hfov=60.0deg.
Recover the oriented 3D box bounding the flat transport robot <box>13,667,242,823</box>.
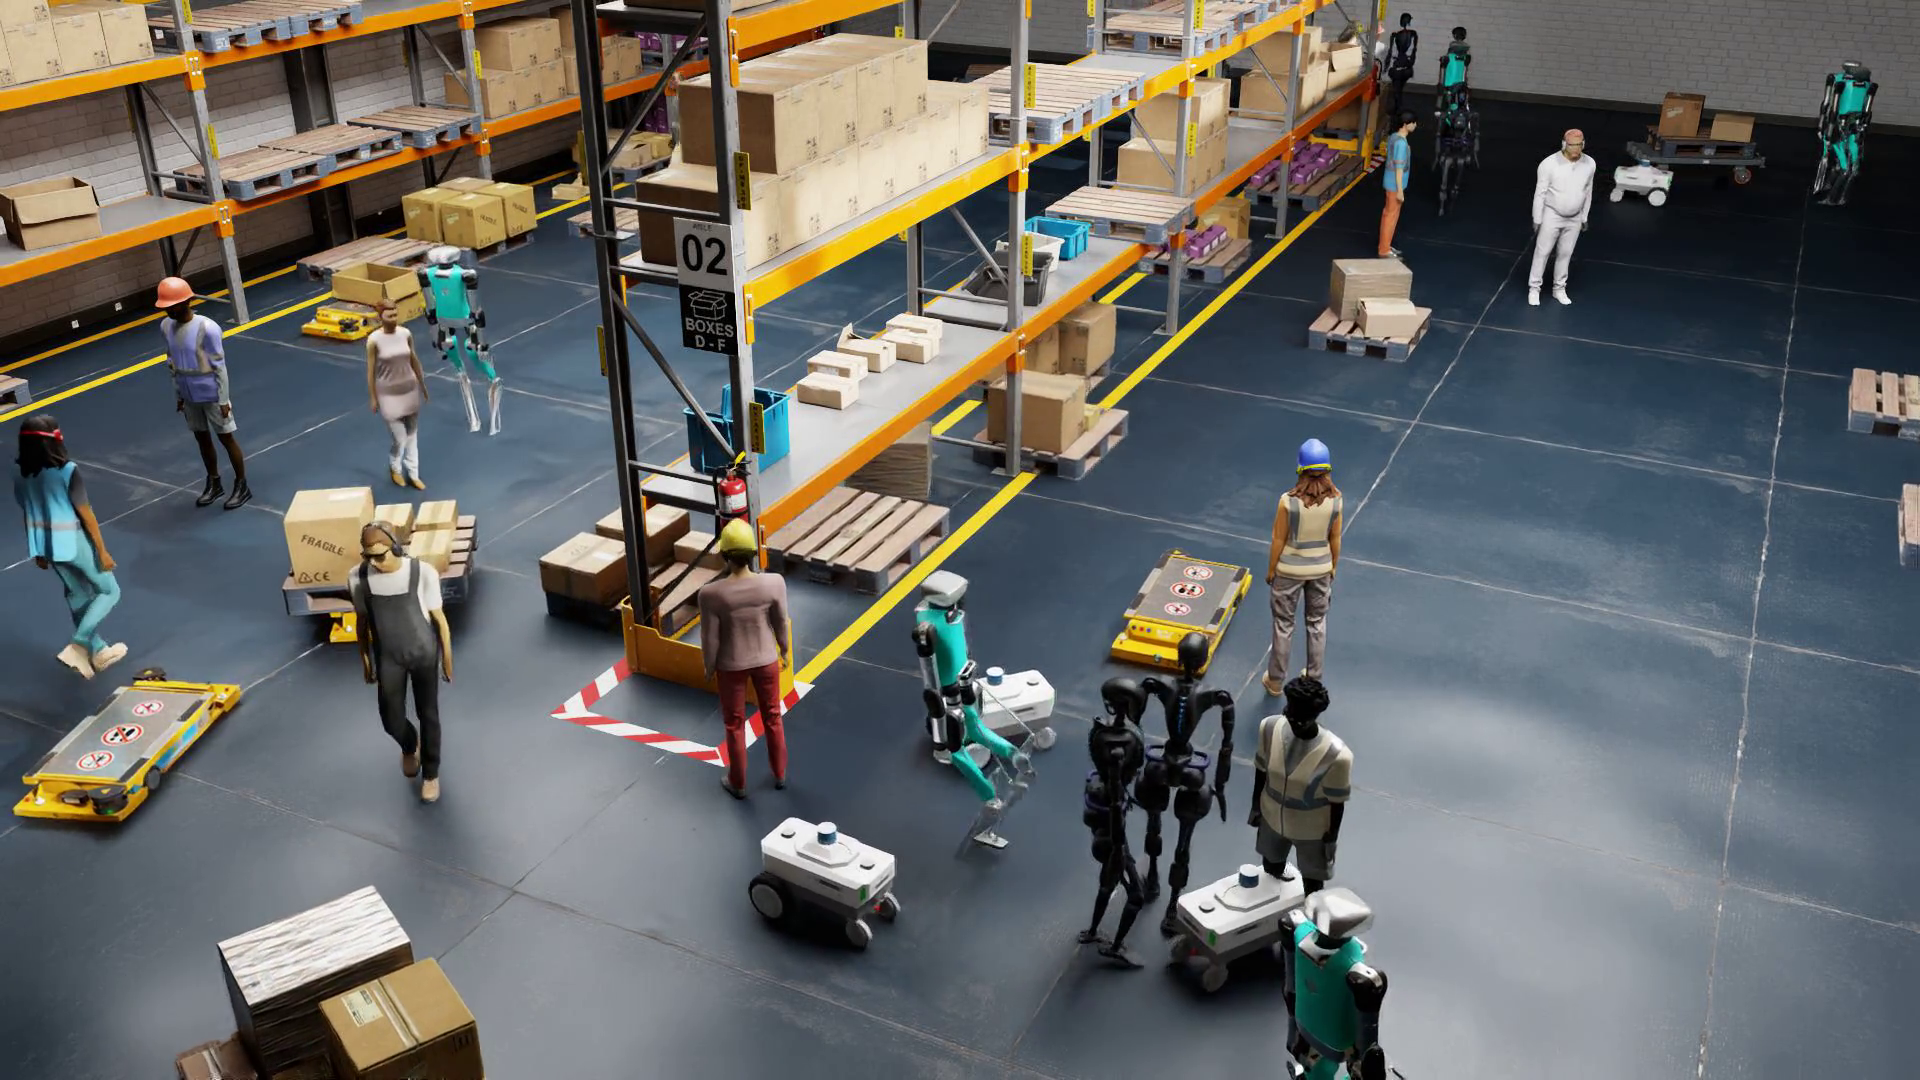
[{"bbox_3d":[-5.106,1.247,10.260,0.659,0.231,1.431,3,26,6],"label":"flat transport robot"}]

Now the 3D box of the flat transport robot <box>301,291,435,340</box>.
[{"bbox_3d":[-6.282,-2.465,17.758,0.659,0.231,1.431,10,28,19],"label":"flat transport robot"}]

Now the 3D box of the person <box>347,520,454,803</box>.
[{"bbox_3d":[-3.197,0.696,9.622,0.519,1.821,0.430,-5,27,-10],"label":"person"}]

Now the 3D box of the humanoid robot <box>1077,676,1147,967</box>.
[{"bbox_3d":[0.803,1.391,8.387,0.362,1.650,0.610,3,26,6],"label":"humanoid robot"}]

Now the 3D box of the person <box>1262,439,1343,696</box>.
[{"bbox_3d":[2.205,0.186,10.712,0.457,1.768,0.332,-4,27,-9],"label":"person"}]

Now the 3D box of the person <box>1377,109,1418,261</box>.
[{"bbox_3d":[5.125,-4.161,19.505,0.335,1.759,0.495,3,27,6],"label":"person"}]

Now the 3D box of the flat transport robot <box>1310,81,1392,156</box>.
[{"bbox_3d":[5.792,-5.911,24.717,1.431,0.231,0.659,10,28,19],"label":"flat transport robot"}]

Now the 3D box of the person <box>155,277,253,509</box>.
[{"bbox_3d":[-6.064,-1.167,13.269,0.540,1.932,0.382,8,27,15],"label":"person"}]

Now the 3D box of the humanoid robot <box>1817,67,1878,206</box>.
[{"bbox_3d":[11.578,-5.190,21.586,0.542,1.761,0.775,2,26,3],"label":"humanoid robot"}]

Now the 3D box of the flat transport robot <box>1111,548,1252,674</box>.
[{"bbox_3d":[1.594,0.485,11.798,0.659,0.231,1.431,10,28,19],"label":"flat transport robot"}]

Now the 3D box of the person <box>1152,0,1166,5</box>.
[{"bbox_3d":[3.361,-8.744,28.618,0.779,1.893,0.567,8,27,15],"label":"person"}]

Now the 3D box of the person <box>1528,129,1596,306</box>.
[{"bbox_3d":[6.496,-3.474,17.951,0.651,1.906,0.412,-3,26,-6],"label":"person"}]

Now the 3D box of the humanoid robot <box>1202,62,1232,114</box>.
[{"bbox_3d":[3.718,-6.385,24.139,0.738,1.626,0.587,-23,35,-39],"label":"humanoid robot"}]

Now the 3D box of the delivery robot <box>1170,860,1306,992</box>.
[{"bbox_3d":[1.483,1.939,8.559,0.813,0.612,0.499,-14,30,-26],"label":"delivery robot"}]

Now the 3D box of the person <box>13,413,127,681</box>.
[{"bbox_3d":[-5.826,0.083,10.828,0.553,1.846,0.561,6,27,11],"label":"person"}]

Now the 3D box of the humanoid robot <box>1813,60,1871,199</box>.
[{"bbox_3d":[11.661,-5.397,22.079,0.550,1.800,0.938,11,28,21],"label":"humanoid robot"}]

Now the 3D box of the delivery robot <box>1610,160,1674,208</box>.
[{"bbox_3d":[9.028,-4.727,21.996,0.777,0.587,0.499,12,29,24],"label":"delivery robot"}]

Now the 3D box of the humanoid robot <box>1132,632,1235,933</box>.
[{"bbox_3d":[1.117,1.243,8.692,0.593,1.631,0.539,8,27,15],"label":"humanoid robot"}]

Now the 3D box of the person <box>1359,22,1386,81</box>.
[{"bbox_3d":[6.090,-6.934,25.125,0.586,1.731,0.587,15,30,27],"label":"person"}]

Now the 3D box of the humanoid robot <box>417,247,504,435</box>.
[{"bbox_3d":[-4.368,-1.784,14.741,0.537,1.777,0.697,4,27,8],"label":"humanoid robot"}]

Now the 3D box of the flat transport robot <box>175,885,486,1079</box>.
[{"bbox_3d":[-2.790,2.681,7.363,1.431,0.231,0.659,-18,32,-32],"label":"flat transport robot"}]

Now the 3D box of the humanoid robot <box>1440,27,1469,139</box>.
[{"bbox_3d":[7.487,-6.905,25.127,0.350,1.649,0.600,-5,27,-10],"label":"humanoid robot"}]

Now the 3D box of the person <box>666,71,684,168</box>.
[{"bbox_3d":[-3.640,-5.128,21.408,0.955,1.789,0.589,-4,27,-7],"label":"person"}]

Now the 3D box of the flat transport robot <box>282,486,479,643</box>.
[{"bbox_3d":[-4.152,0.316,12.139,0.659,0.231,1.431,-4,27,-9],"label":"flat transport robot"}]

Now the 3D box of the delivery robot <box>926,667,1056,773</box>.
[{"bbox_3d":[0.192,1.080,10.291,0.804,0.610,0.499,-10,28,-20],"label":"delivery robot"}]

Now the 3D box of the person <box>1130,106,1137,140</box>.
[{"bbox_3d":[2.720,-6.559,24.271,0.360,1.827,0.514,21,33,36],"label":"person"}]

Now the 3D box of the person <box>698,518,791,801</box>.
[{"bbox_3d":[-1.244,0.694,9.689,0.541,1.764,0.328,-10,28,-19],"label":"person"}]

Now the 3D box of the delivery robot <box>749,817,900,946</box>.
[{"bbox_3d":[-0.719,1.771,8.875,0.774,0.592,0.499,15,30,28],"label":"delivery robot"}]

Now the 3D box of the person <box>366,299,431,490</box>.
[{"bbox_3d":[-4.565,-1.167,13.566,0.361,1.643,0.475,22,34,37],"label":"person"}]

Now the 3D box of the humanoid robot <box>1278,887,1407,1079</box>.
[{"bbox_3d":[1.702,2.152,6.859,0.847,1.866,0.550,-14,30,-27],"label":"humanoid robot"}]

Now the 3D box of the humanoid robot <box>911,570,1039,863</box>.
[{"bbox_3d":[0.142,1.027,9.068,0.779,1.786,0.545,9,28,17],"label":"humanoid robot"}]

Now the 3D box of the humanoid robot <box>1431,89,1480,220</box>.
[{"bbox_3d":[6.303,-4.871,21.052,0.603,1.637,0.675,3,27,6],"label":"humanoid robot"}]

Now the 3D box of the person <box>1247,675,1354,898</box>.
[{"bbox_3d":[1.682,1.410,8.329,0.535,1.692,0.319,21,33,36],"label":"person"}]

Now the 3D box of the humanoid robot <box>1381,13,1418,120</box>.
[{"bbox_3d":[7.015,-7.522,26.447,0.600,1.645,0.743,-11,28,-20],"label":"humanoid robot"}]

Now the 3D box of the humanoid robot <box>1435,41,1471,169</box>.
[{"bbox_3d":[7.010,-6.037,23.332,0.540,1.817,0.680,-14,30,-27],"label":"humanoid robot"}]

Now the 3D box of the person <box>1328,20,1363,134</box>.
[{"bbox_3d":[5.684,-6.729,24.588,0.509,1.843,0.611,1,26,1],"label":"person"}]
